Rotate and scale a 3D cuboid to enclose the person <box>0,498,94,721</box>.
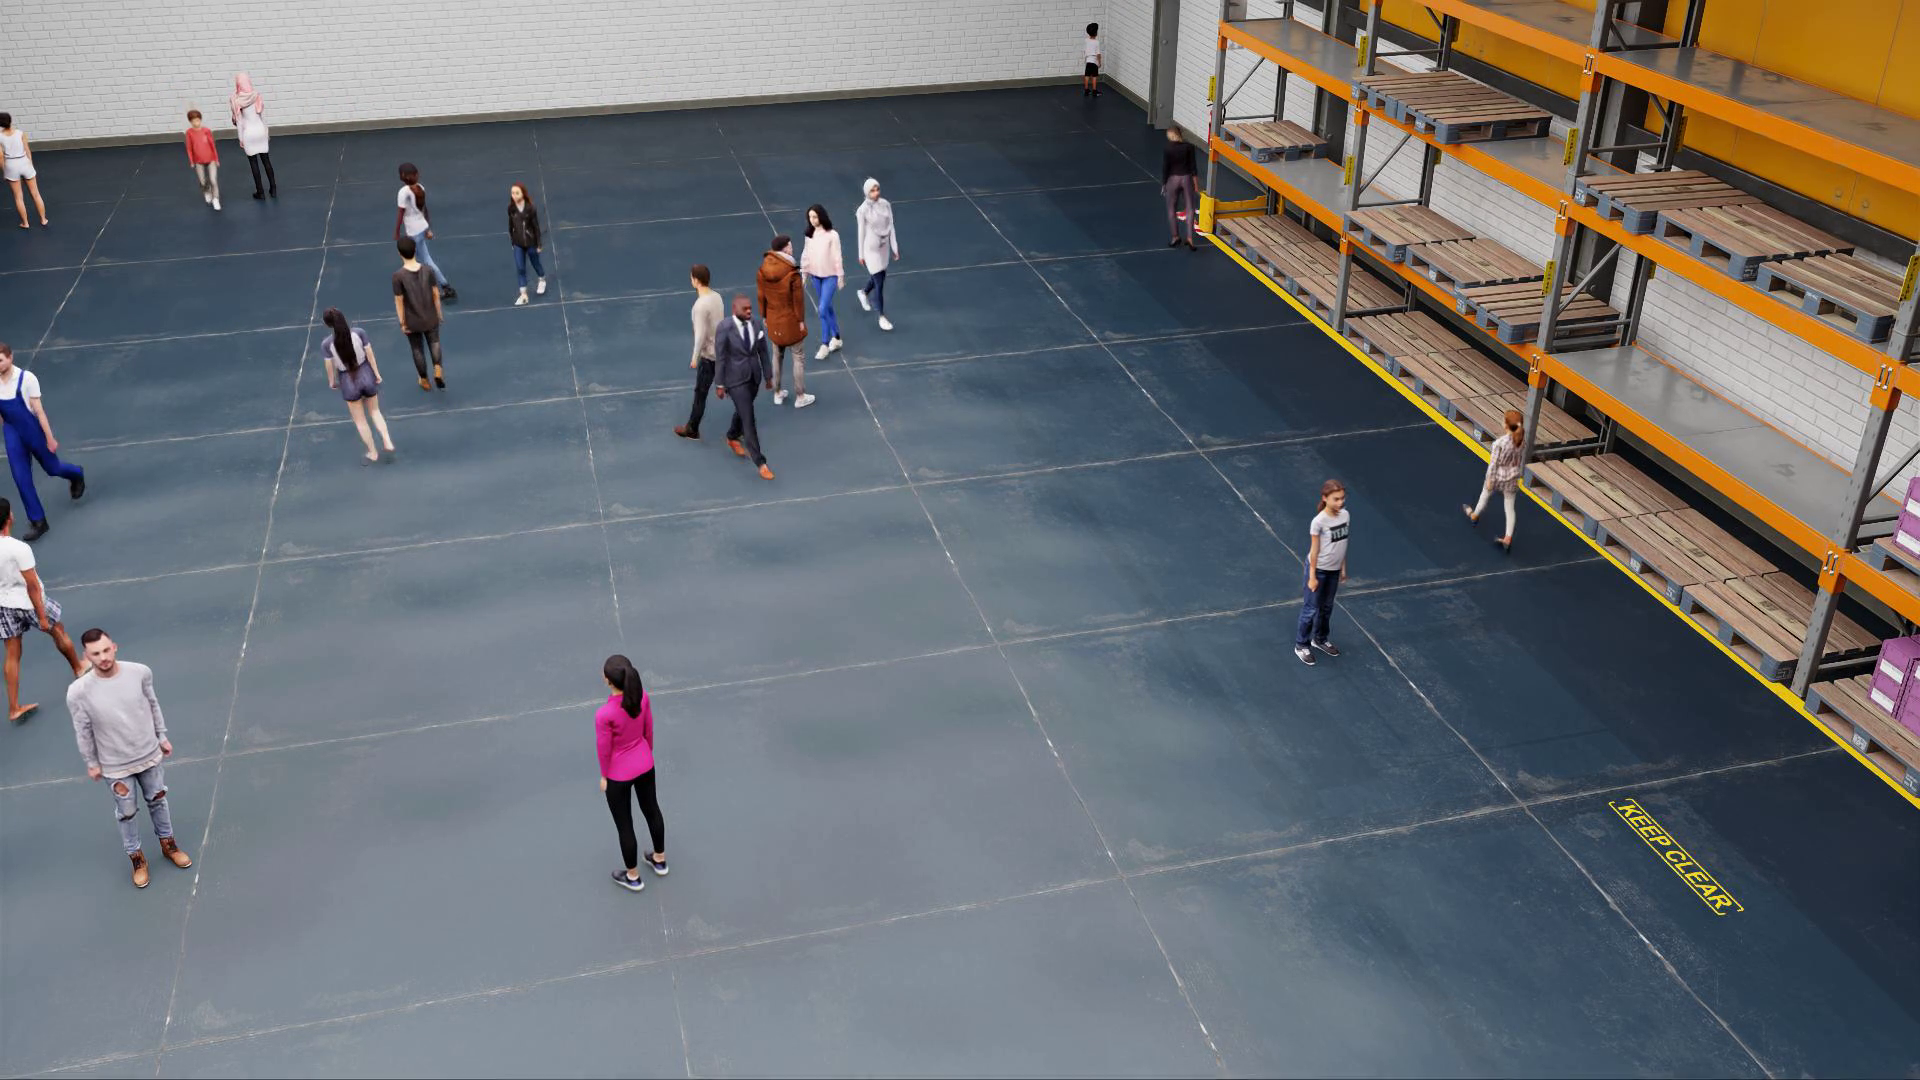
[{"bbox_3d":[-7.072,0.550,12.419,0.975,1.681,1.214,5,29,9],"label":"person"}]

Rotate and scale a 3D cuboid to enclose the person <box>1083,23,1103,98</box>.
[{"bbox_3d":[2.343,-8.521,29.487,0.580,1.262,0.643,17,33,28],"label":"person"}]

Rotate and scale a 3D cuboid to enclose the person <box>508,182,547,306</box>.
[{"bbox_3d":[-5.288,-3.662,20.382,0.808,1.450,1.034,4,29,7],"label":"person"}]

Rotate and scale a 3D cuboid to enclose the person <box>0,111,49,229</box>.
[{"bbox_3d":[-12.941,-5.102,22.858,0.643,1.607,0.661,-20,34,-32],"label":"person"}]

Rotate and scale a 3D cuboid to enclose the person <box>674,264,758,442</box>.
[{"bbox_3d":[-2.372,-1.831,16.650,1.065,1.810,1.125,4,29,8],"label":"person"}]

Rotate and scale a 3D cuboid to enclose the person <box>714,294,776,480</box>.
[{"bbox_3d":[-2.150,-1.551,16.175,1.074,1.773,1.329,-22,36,-35],"label":"person"}]

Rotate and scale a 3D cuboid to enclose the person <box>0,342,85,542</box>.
[{"bbox_3d":[-8.393,-0.978,15.077,0.864,1.818,1.264,0,29,1],"label":"person"}]

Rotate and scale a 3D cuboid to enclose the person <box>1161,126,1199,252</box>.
[{"bbox_3d":[2.926,-4.632,21.966,0.682,1.636,0.708,1,29,1],"label":"person"}]

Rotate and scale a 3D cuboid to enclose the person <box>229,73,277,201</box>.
[{"bbox_3d":[-10.181,-5.828,23.982,0.760,1.804,0.737,25,37,38],"label":"person"}]

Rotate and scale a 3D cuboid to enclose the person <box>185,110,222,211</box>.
[{"bbox_3d":[-10.752,-5.428,23.667,0.601,1.404,0.738,-12,31,-21],"label":"person"}]

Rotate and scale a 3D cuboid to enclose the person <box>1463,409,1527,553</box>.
[{"bbox_3d":[4.874,-0.510,14.794,0.530,1.266,0.909,-7,29,-13],"label":"person"}]

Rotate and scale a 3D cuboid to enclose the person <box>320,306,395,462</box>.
[{"bbox_3d":[-5.858,-1.512,16.259,0.717,1.625,0.688,-11,30,-19],"label":"person"}]

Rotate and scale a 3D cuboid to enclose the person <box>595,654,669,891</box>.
[{"bbox_3d":[-2.116,1.481,10.696,0.715,1.697,0.677,22,35,34],"label":"person"}]

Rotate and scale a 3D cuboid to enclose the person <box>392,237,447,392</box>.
[{"bbox_3d":[-5.752,-2.375,17.759,0.716,1.702,0.821,-14,32,-24],"label":"person"}]

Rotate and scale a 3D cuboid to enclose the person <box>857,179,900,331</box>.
[{"bbox_3d":[-1.018,-3.402,19.593,0.905,1.749,1.187,-20,34,-32],"label":"person"}]

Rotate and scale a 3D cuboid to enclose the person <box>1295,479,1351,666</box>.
[{"bbox_3d":[2.878,0.219,13.149,0.590,1.563,0.599,-16,33,-27],"label":"person"}]

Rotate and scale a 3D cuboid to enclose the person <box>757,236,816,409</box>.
[{"bbox_3d":[-1.837,-2.285,17.452,0.843,1.838,0.899,14,32,24],"label":"person"}]

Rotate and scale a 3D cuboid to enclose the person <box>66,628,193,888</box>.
[{"bbox_3d":[-5.385,1.367,10.755,0.768,1.840,0.748,-24,37,-37],"label":"person"}]

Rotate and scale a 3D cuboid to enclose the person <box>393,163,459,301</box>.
[{"bbox_3d":[-6.527,-3.703,20.219,0.992,1.678,1.132,6,29,11],"label":"person"}]

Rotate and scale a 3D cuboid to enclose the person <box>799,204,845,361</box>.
[{"bbox_3d":[-1.466,-2.962,18.789,0.895,1.747,0.938,19,34,31],"label":"person"}]
